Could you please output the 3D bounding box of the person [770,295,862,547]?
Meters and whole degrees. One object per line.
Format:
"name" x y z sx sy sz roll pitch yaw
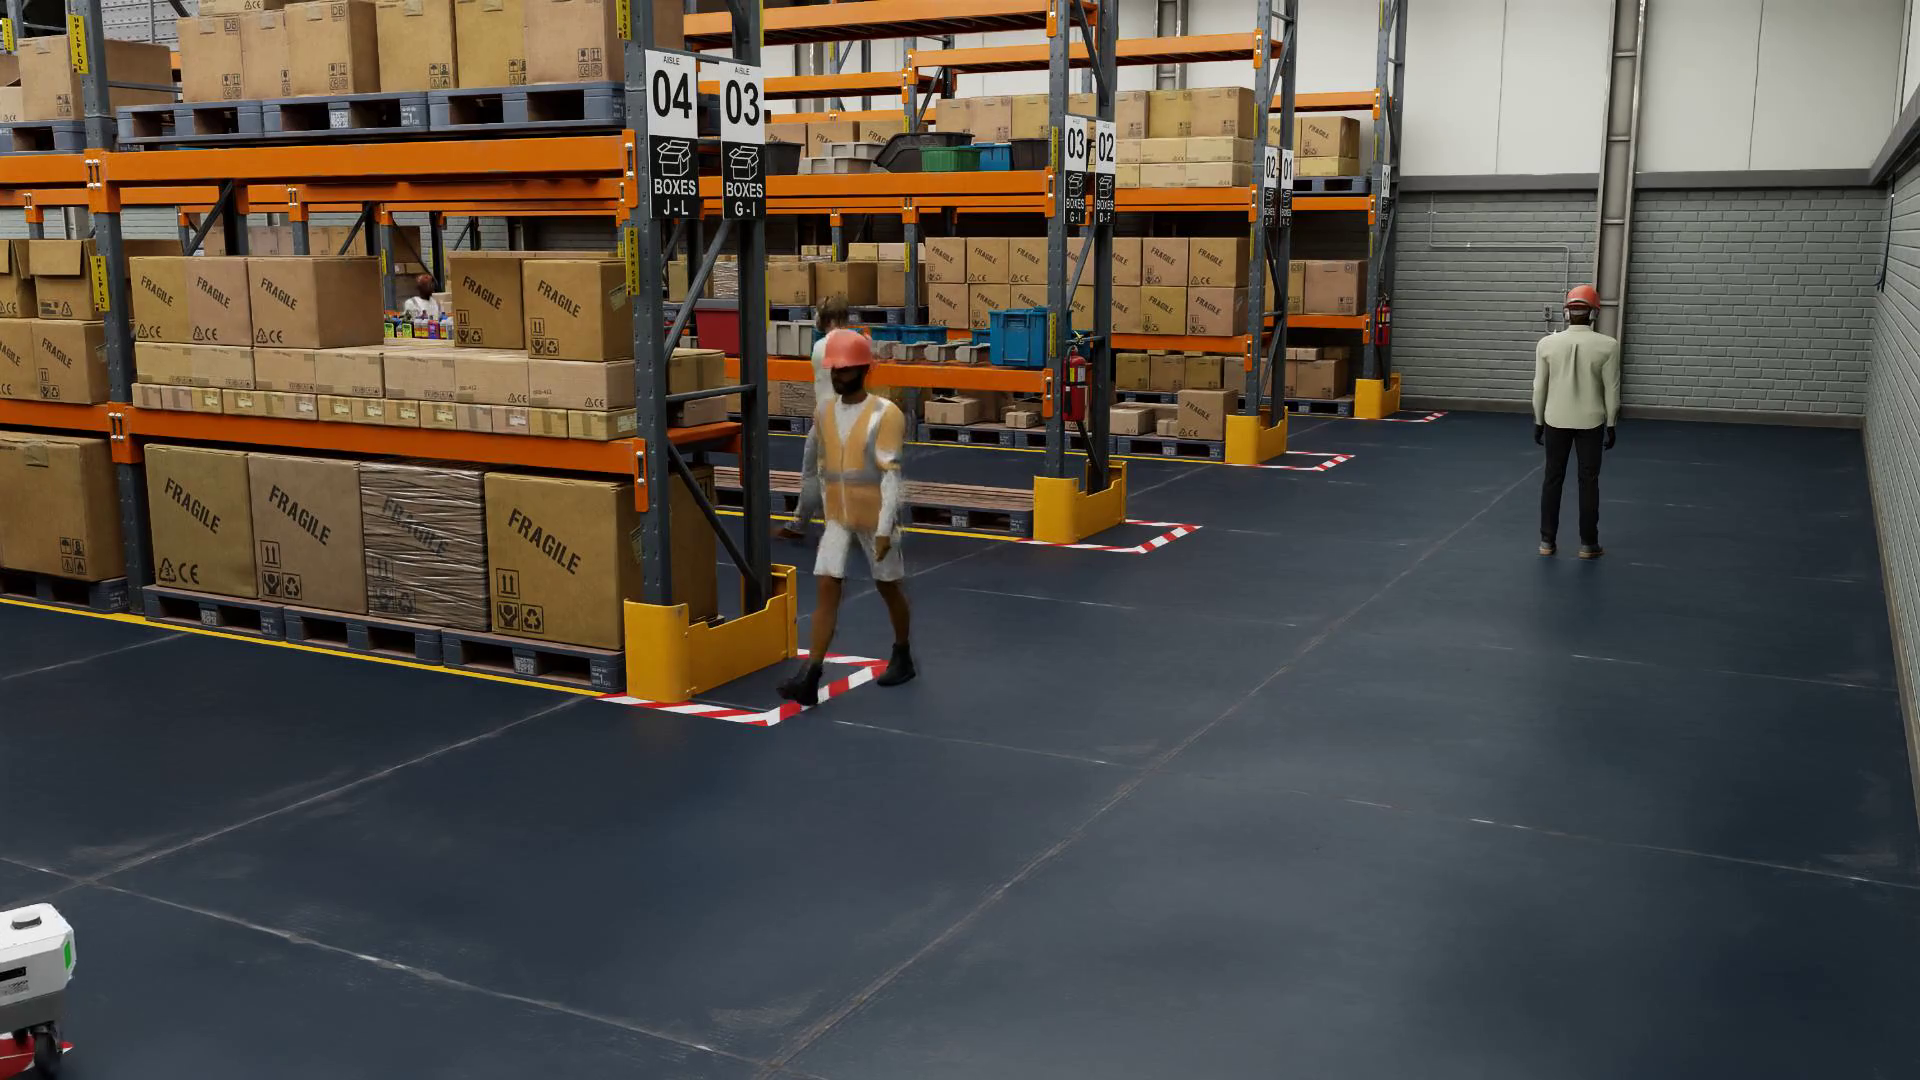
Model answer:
"person" -1.035 -0.880 12.516 0.933 1.896 0.665 4 11 23

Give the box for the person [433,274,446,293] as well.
"person" -7.685 -3.009 24.422 0.977 1.806 0.506 5 12 27

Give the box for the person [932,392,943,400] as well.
"person" 0.120 -2.776 23.091 0.996 1.844 0.575 3 11 14

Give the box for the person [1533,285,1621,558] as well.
"person" 4.515 -0.863 12.200 0.608 1.987 0.388 6 12 30

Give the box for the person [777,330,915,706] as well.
"person" -0.538 -0.115 8.412 0.563 1.878 1.032 6 12 29

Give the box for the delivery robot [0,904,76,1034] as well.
"delivery robot" -2.825 1.210 4.542 0.707 0.478 0.477 -9 14 -41

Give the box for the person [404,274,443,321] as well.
"person" -6.828 -2.465 21.258 0.460 1.865 0.580 5 12 26
